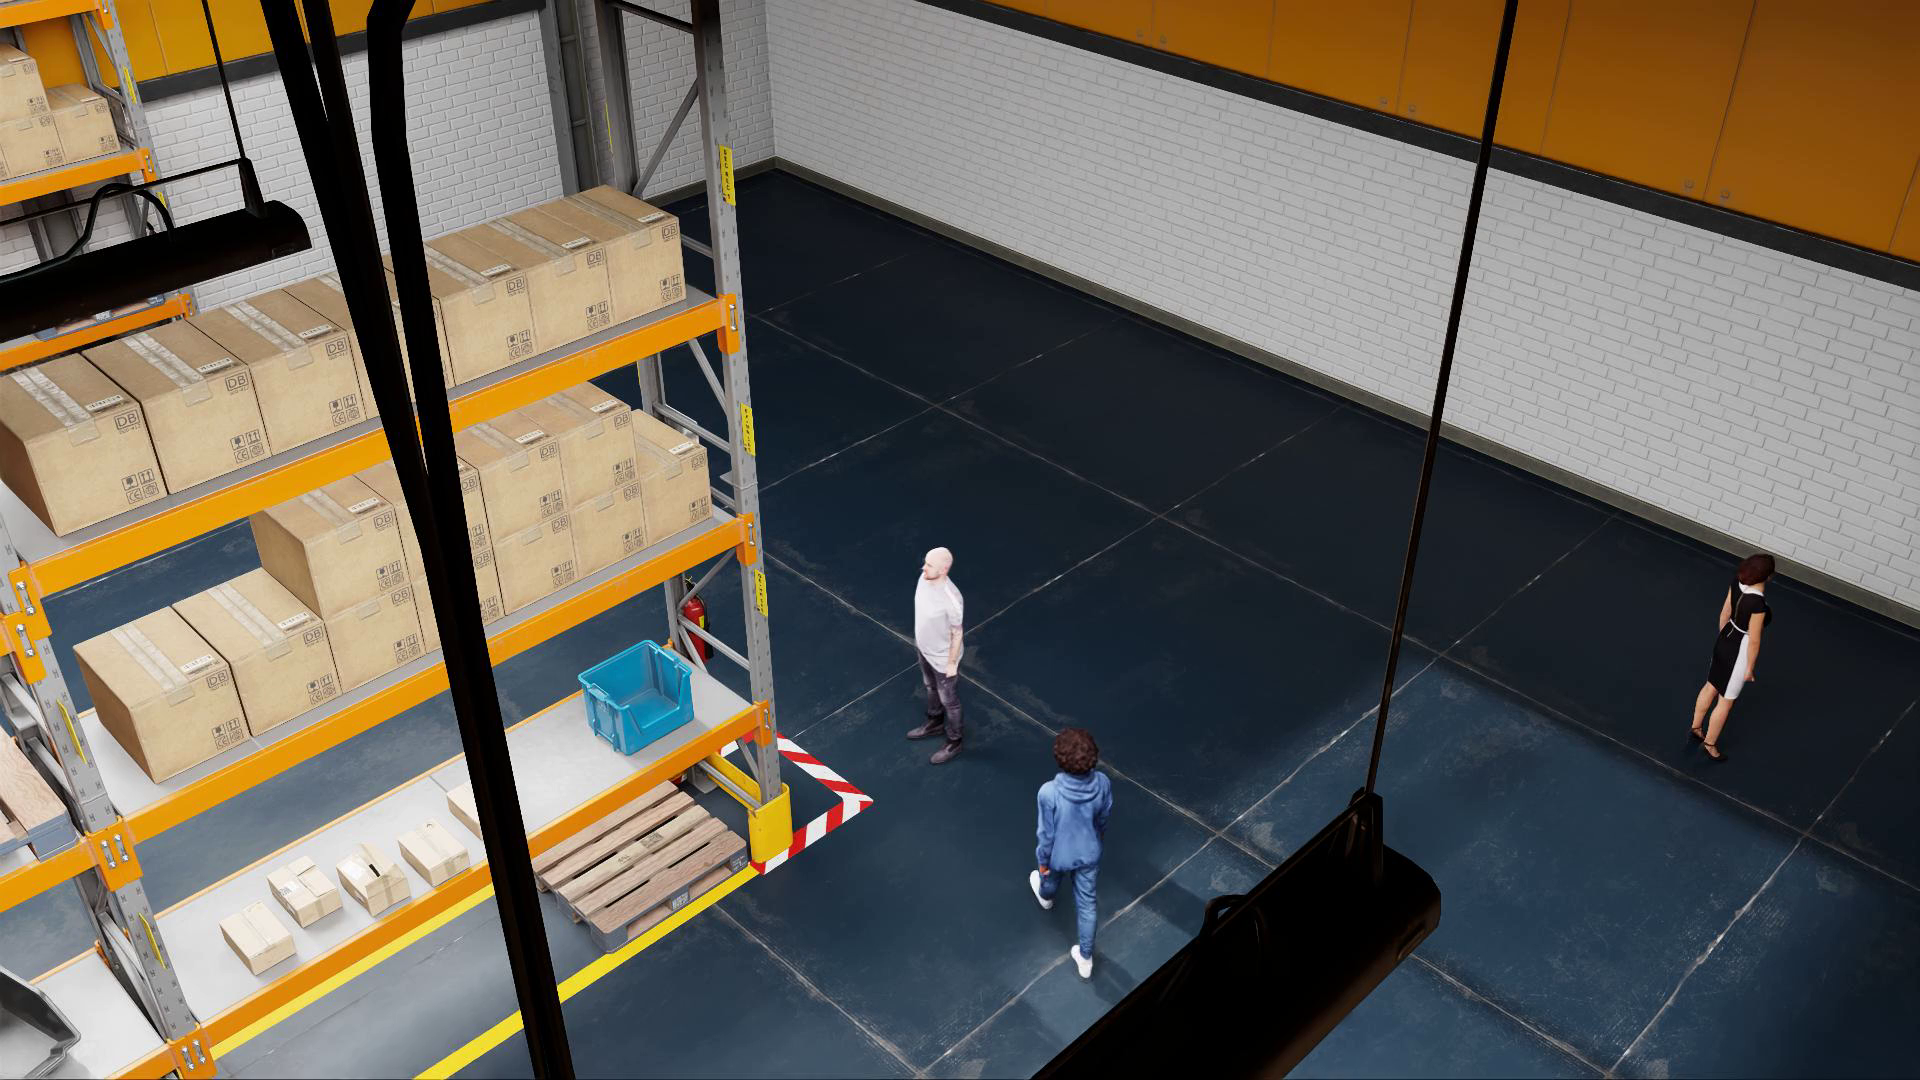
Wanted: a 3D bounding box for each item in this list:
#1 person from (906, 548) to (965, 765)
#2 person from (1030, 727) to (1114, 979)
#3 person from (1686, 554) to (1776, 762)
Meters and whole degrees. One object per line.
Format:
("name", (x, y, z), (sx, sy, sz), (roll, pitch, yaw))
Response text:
("person", (-0.137, 0.818, 12.323), (0.700, 1.831, 0.728), (-16, 37, -23))
("person", (0.738, 2.015, 10.582), (1.205, 1.764, 1.131), (-8, 34, -11))
("person", (5.717, 0.858, 12.296), (0.685, 1.793, 0.650), (-3, 34, -5))
